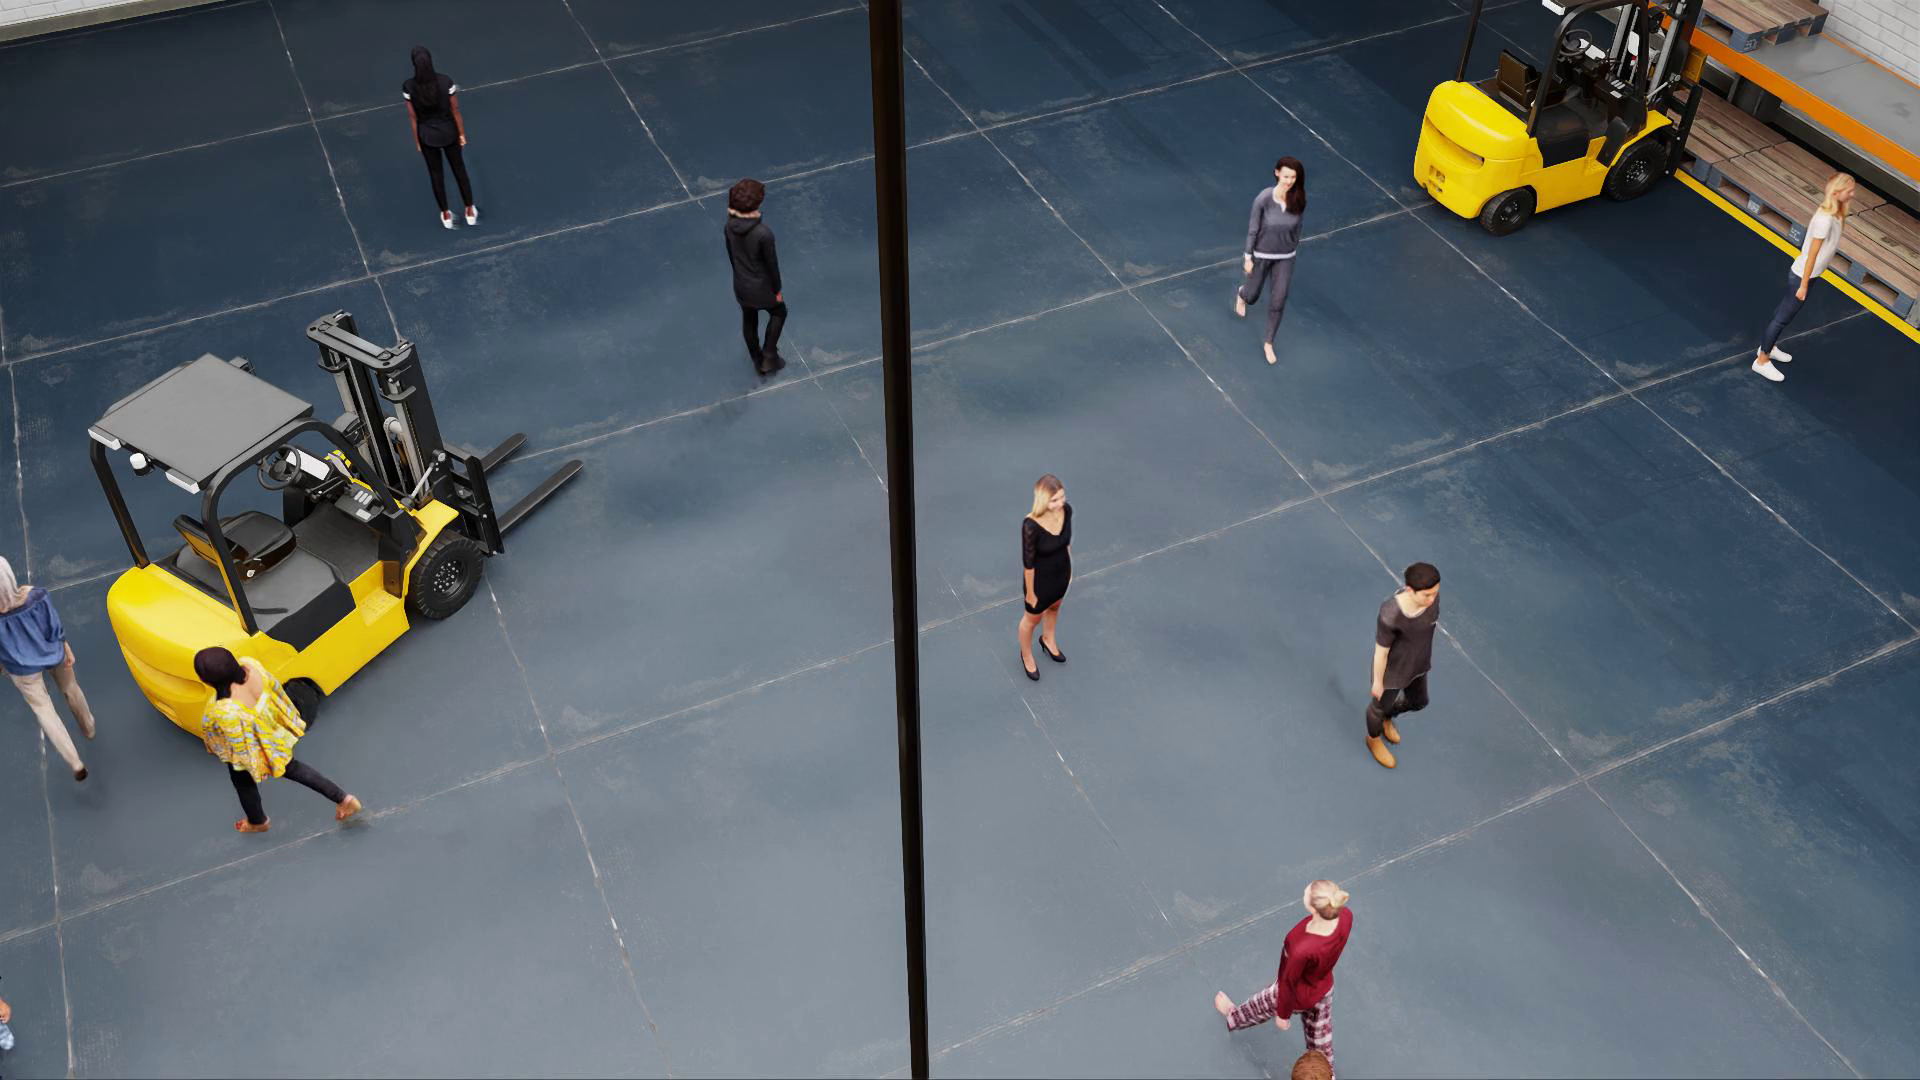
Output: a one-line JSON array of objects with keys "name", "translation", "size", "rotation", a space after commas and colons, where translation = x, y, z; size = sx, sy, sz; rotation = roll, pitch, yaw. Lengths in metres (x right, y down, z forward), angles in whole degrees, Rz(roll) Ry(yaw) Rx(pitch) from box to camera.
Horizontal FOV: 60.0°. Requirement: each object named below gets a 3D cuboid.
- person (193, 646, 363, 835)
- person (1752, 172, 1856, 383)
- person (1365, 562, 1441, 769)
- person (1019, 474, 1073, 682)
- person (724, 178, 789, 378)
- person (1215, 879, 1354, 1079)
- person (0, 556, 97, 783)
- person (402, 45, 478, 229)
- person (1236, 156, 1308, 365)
[{"name": "person", "translation": [-4.078, 1.212, 9.857], "size": [1.070, 1.620, 1.109], "rotation": [3, 44, 4]}, {"name": "person", "translation": [6.706, -2.118, 13.215], "size": [0.678, 1.809, 0.665], "rotation": [23, 48, 22]}, {"name": "person", "translation": [2.692, 0.704, 10.328], "size": [0.672, 1.705, 0.644], "rotation": [-23, 48, -22]}, {"name": "person", "translation": [0.560, 0.231, 10.845], "size": [0.596, 1.677, 0.551], "rotation": [-32, 52, -29]}, {"name": "person", "translation": [-1.644, -1.994, 13.114], "size": [0.713, 1.769, 0.794], "rotation": [19, 47, 19]}, {"name": "person", "translation": [1.842, 2.359, 8.626], "size": [0.821, 1.656, 1.139], "rotation": [-29, 51, -27]}, {"name": "person", "translation": [-5.673, 0.805, 10.249], "size": [0.725, 1.679, 1.029], "rotation": [-25, 49, -24]}, {"name": "person", "translation": [-4.643, -3.592, 14.821], "size": [0.600, 1.729, 0.566], "rotation": [-15, 46, -15]}, {"name": "person", "translation": [2.497, -2.345, 13.496], "size": [0.826, 1.750, 1.080], "rotation": [-5, 44, -6]}]
